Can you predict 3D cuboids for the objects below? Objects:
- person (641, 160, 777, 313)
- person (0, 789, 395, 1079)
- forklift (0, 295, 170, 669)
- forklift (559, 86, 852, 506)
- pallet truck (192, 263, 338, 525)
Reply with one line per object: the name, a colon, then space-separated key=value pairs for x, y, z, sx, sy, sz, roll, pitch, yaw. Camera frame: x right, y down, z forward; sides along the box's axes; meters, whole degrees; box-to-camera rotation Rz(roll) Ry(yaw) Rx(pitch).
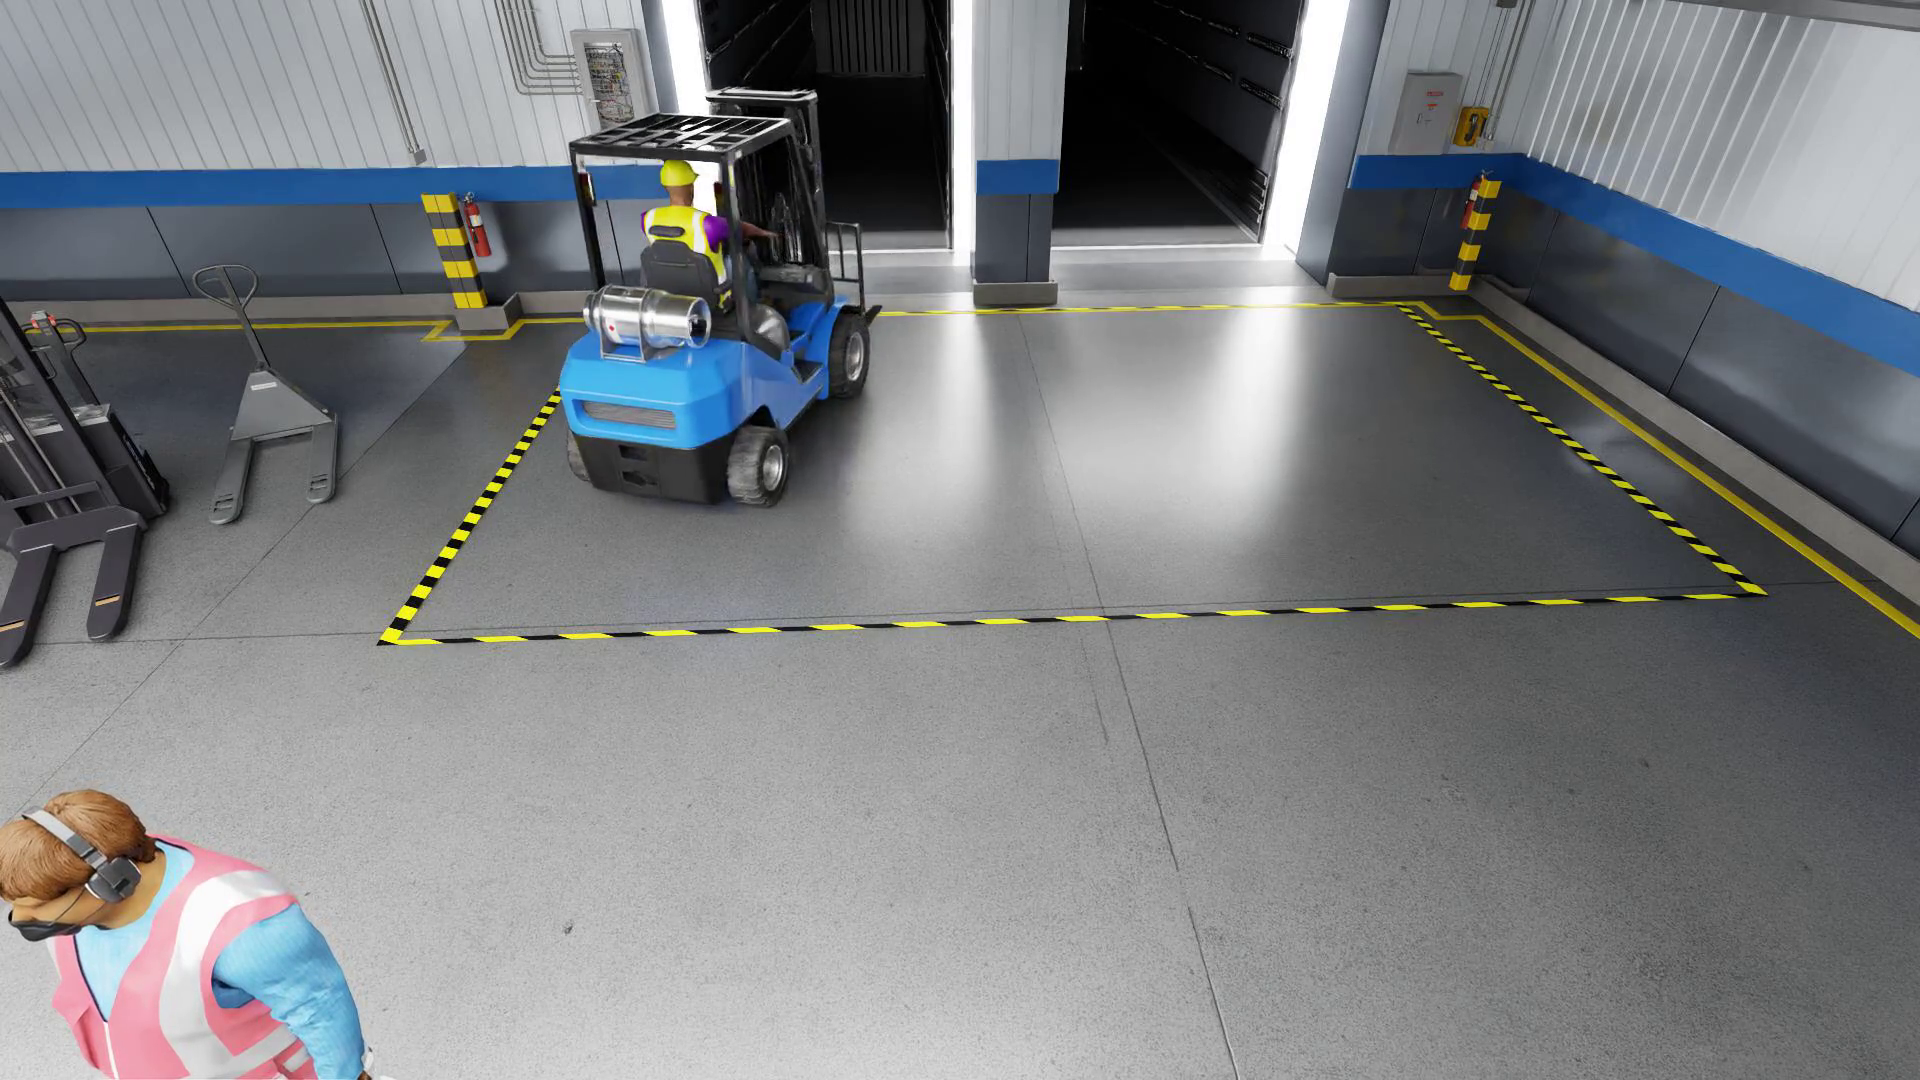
person: x=-1.617 y=-1.956 z=6.162 sx=0.635 sy=1.294 sz=1.004 roll=8 pitch=36 yaw=12
person: x=-1.768 y=1.276 z=2.292 sx=0.632 sy=1.841 sz=0.429 roll=9 pitch=36 yaw=13
forklift: x=-5.212 y=-0.618 z=4.878 sx=0.823 sy=1.965 sz=1.885 roll=-20 pitch=39 yaw=-26
forklift: x=-1.639 y=-1.770 z=6.223 sx=1.157 sy=2.036 sz=2.680 roll=8 pitch=36 yaw=12
pallet truck: x=-4.778 y=-1.027 z=6.128 sx=0.680 sy=1.201 sz=1.601 roll=-17 pitch=38 yaw=-23
